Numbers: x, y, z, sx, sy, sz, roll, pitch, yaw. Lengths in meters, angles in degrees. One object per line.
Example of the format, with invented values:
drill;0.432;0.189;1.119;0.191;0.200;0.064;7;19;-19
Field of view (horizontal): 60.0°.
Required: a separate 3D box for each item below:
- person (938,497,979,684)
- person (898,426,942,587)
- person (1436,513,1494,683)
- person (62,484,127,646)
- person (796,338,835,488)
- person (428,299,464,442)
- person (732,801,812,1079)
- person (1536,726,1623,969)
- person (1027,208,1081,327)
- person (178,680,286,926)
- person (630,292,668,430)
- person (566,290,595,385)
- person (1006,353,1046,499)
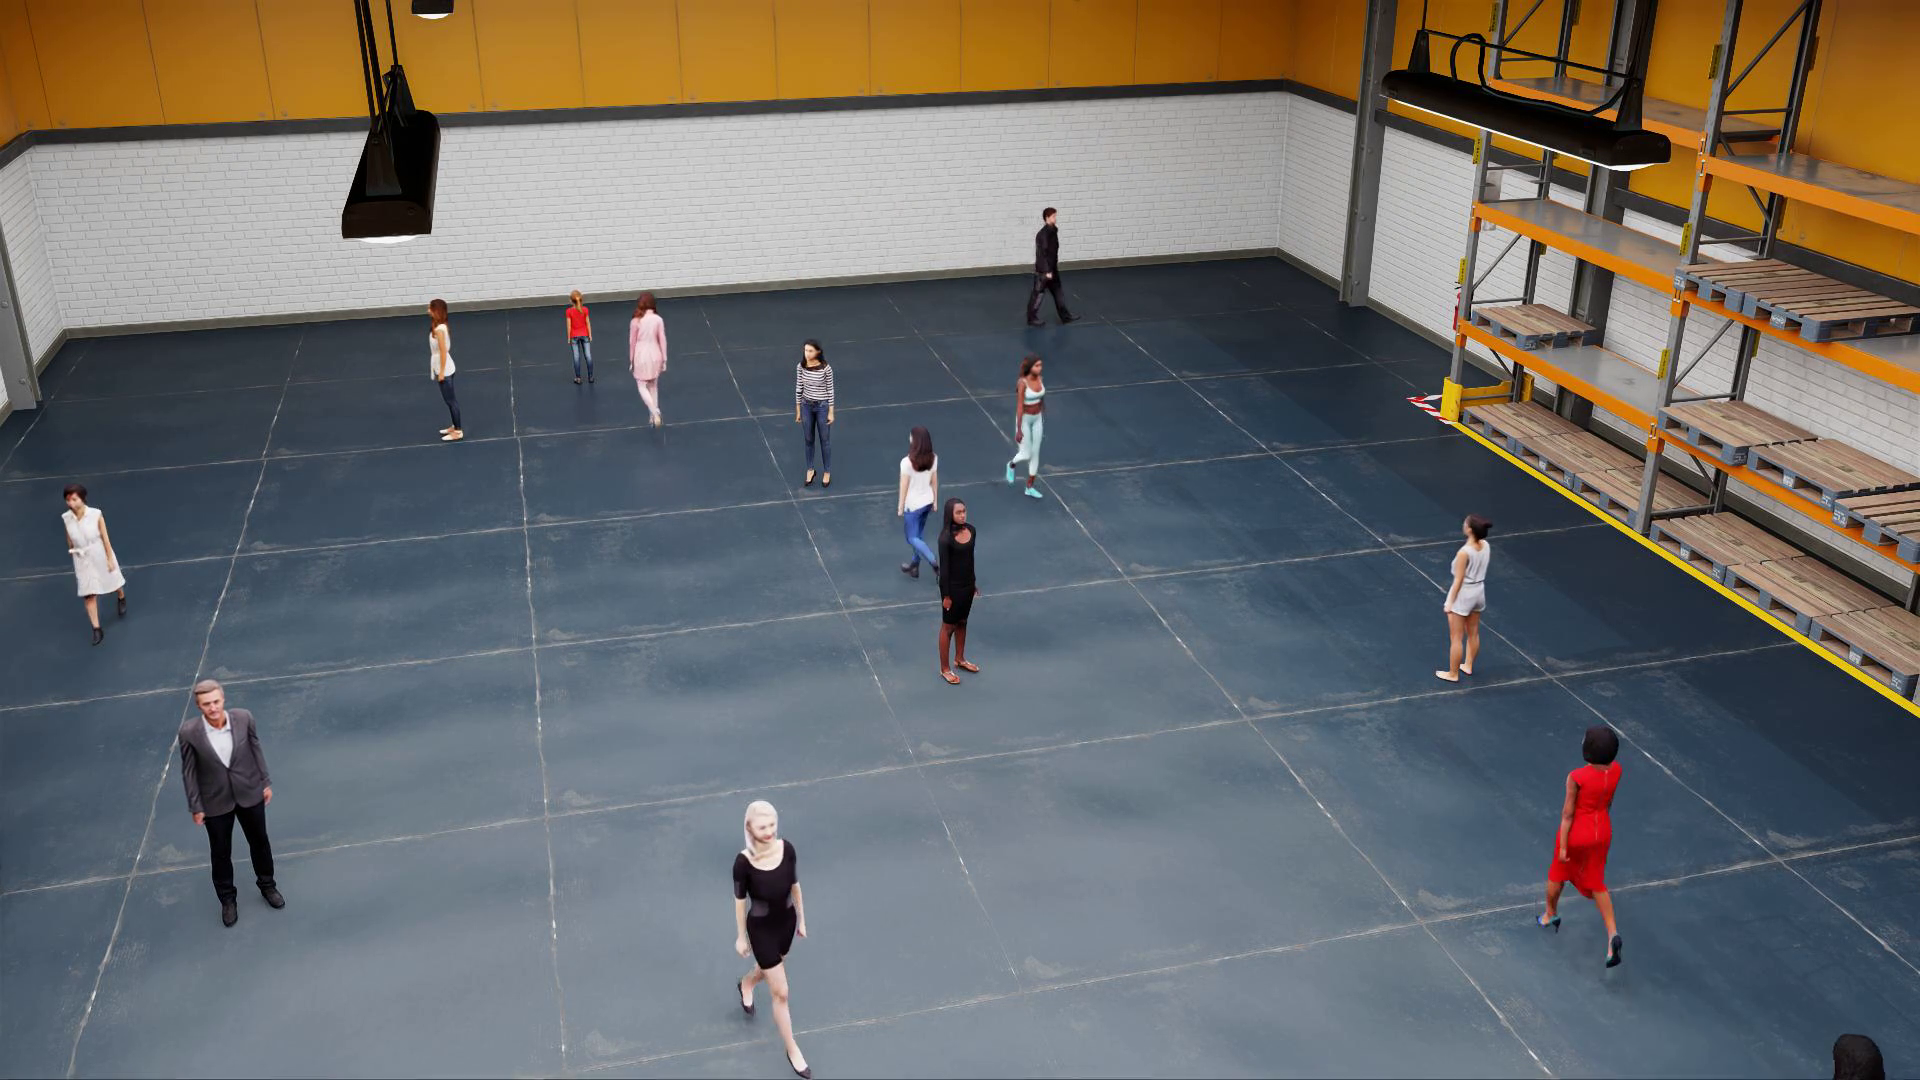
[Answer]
person;-0.025;0.429;14.906;0.705;1.721;0.684;18;29;35
person;-0.371;-0.296;16.634;0.916;1.665;1.091;-21;31;-40
person;4.538;0.505;14.877;0.647;1.604;0.667;-17;29;-34
person;-8.164;0.170;15.742;0.574;1.526;0.990;-5;24;-12
person;-1.655;-1.474;19.166;0.670;1.794;0.666;5;24;12
person;-6.391;-2.126;20.670;0.647;1.785;0.455;-7;25;-15
person;-1.214;2.394;10.324;0.902;1.790;1.214;-18;29;-35
person;4.249;2.068;11.163;0.573;1.715;1.031;-6;24;-13
person;1.225;-4.121;25.206;1.151;1.807;1.127;10;25;21
person;-5.105;1.789;11.645;0.805;1.840;0.745;-17;29;-34
person;-3.895;-2.194;20.831;0.726;1.781;0.959;-10;26;-22
person;-5.208;-2.789;22.778;0.496;1.311;0.525;-9;25;-19
person;0.738;-1.317;18.908;0.745;1.713;0.874;-17;29;-34
